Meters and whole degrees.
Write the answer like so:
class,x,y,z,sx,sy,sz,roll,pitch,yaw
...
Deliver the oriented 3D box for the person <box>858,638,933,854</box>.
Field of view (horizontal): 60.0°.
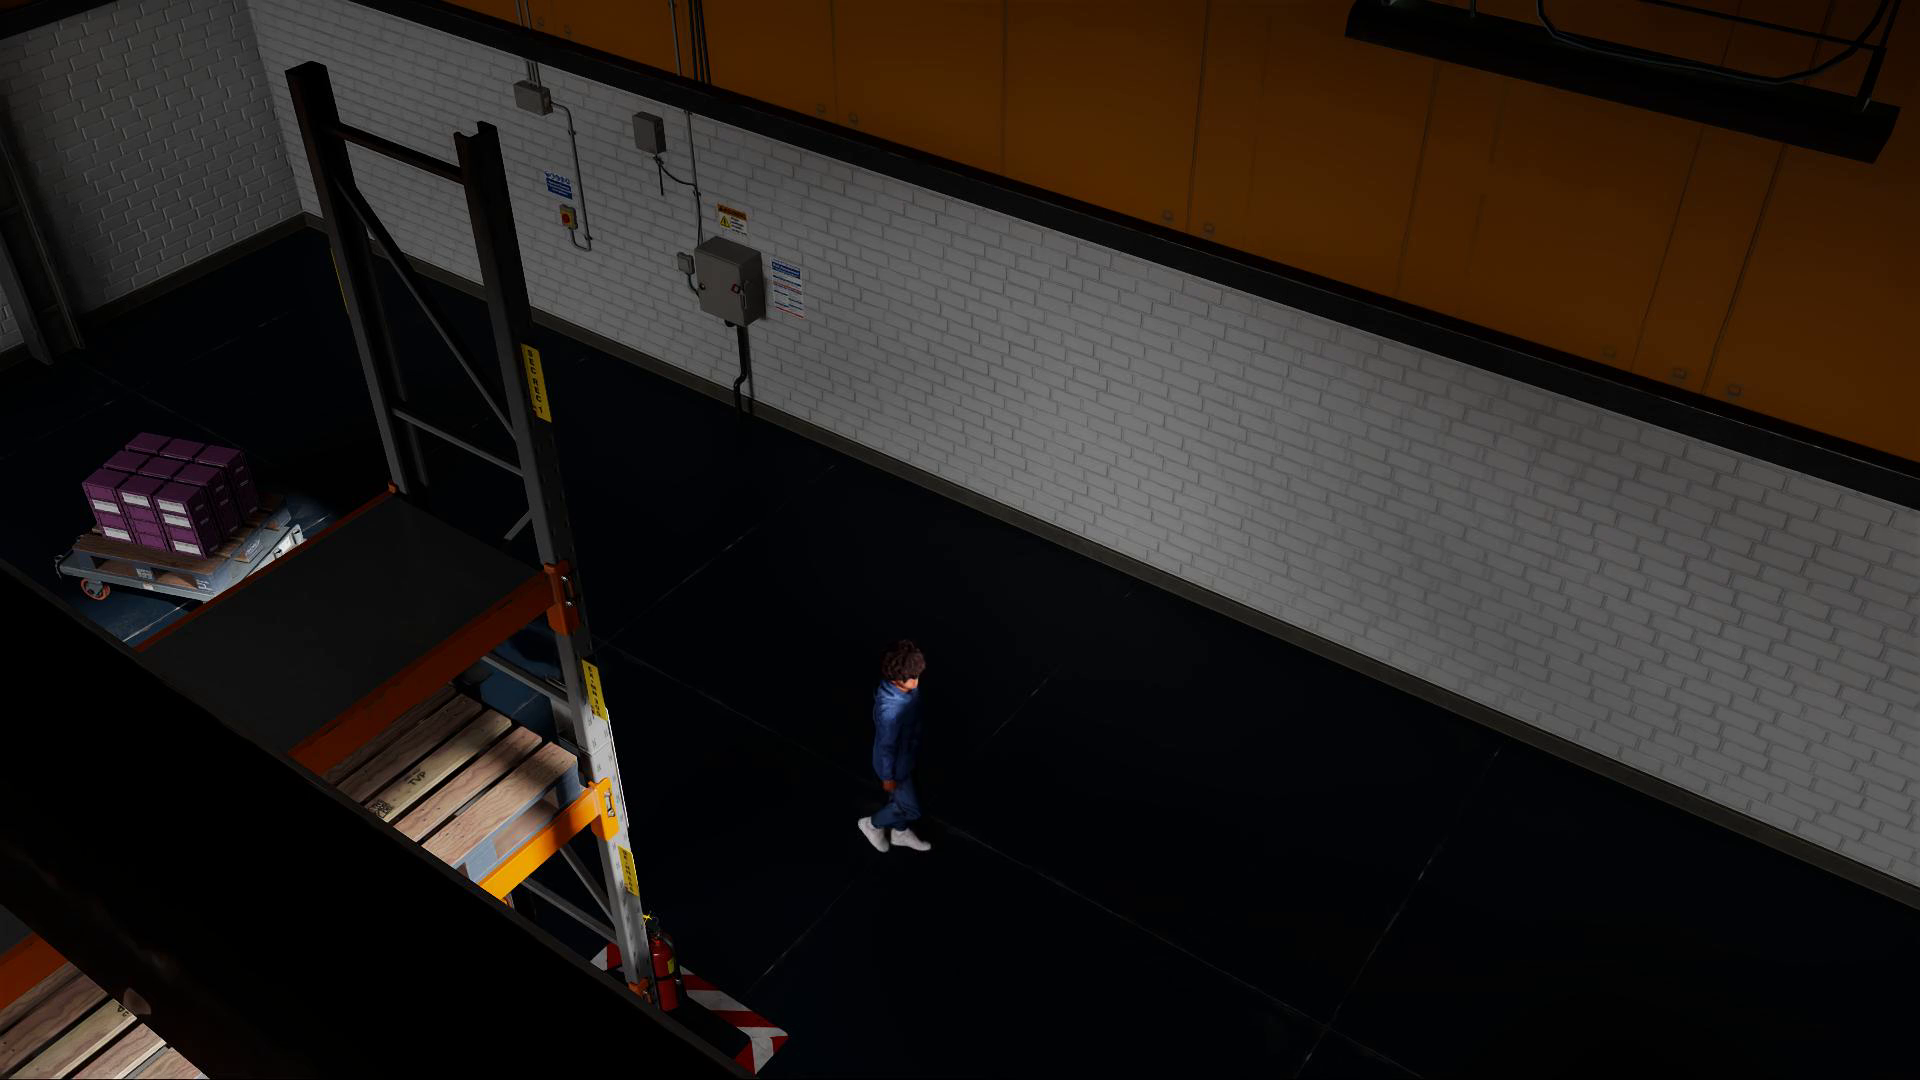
class,x,y,z,sx,sy,sz,roll,pitch,yaw
person,-0.467,1.321,10.464,0.852,1.791,0.756,11,40,13
